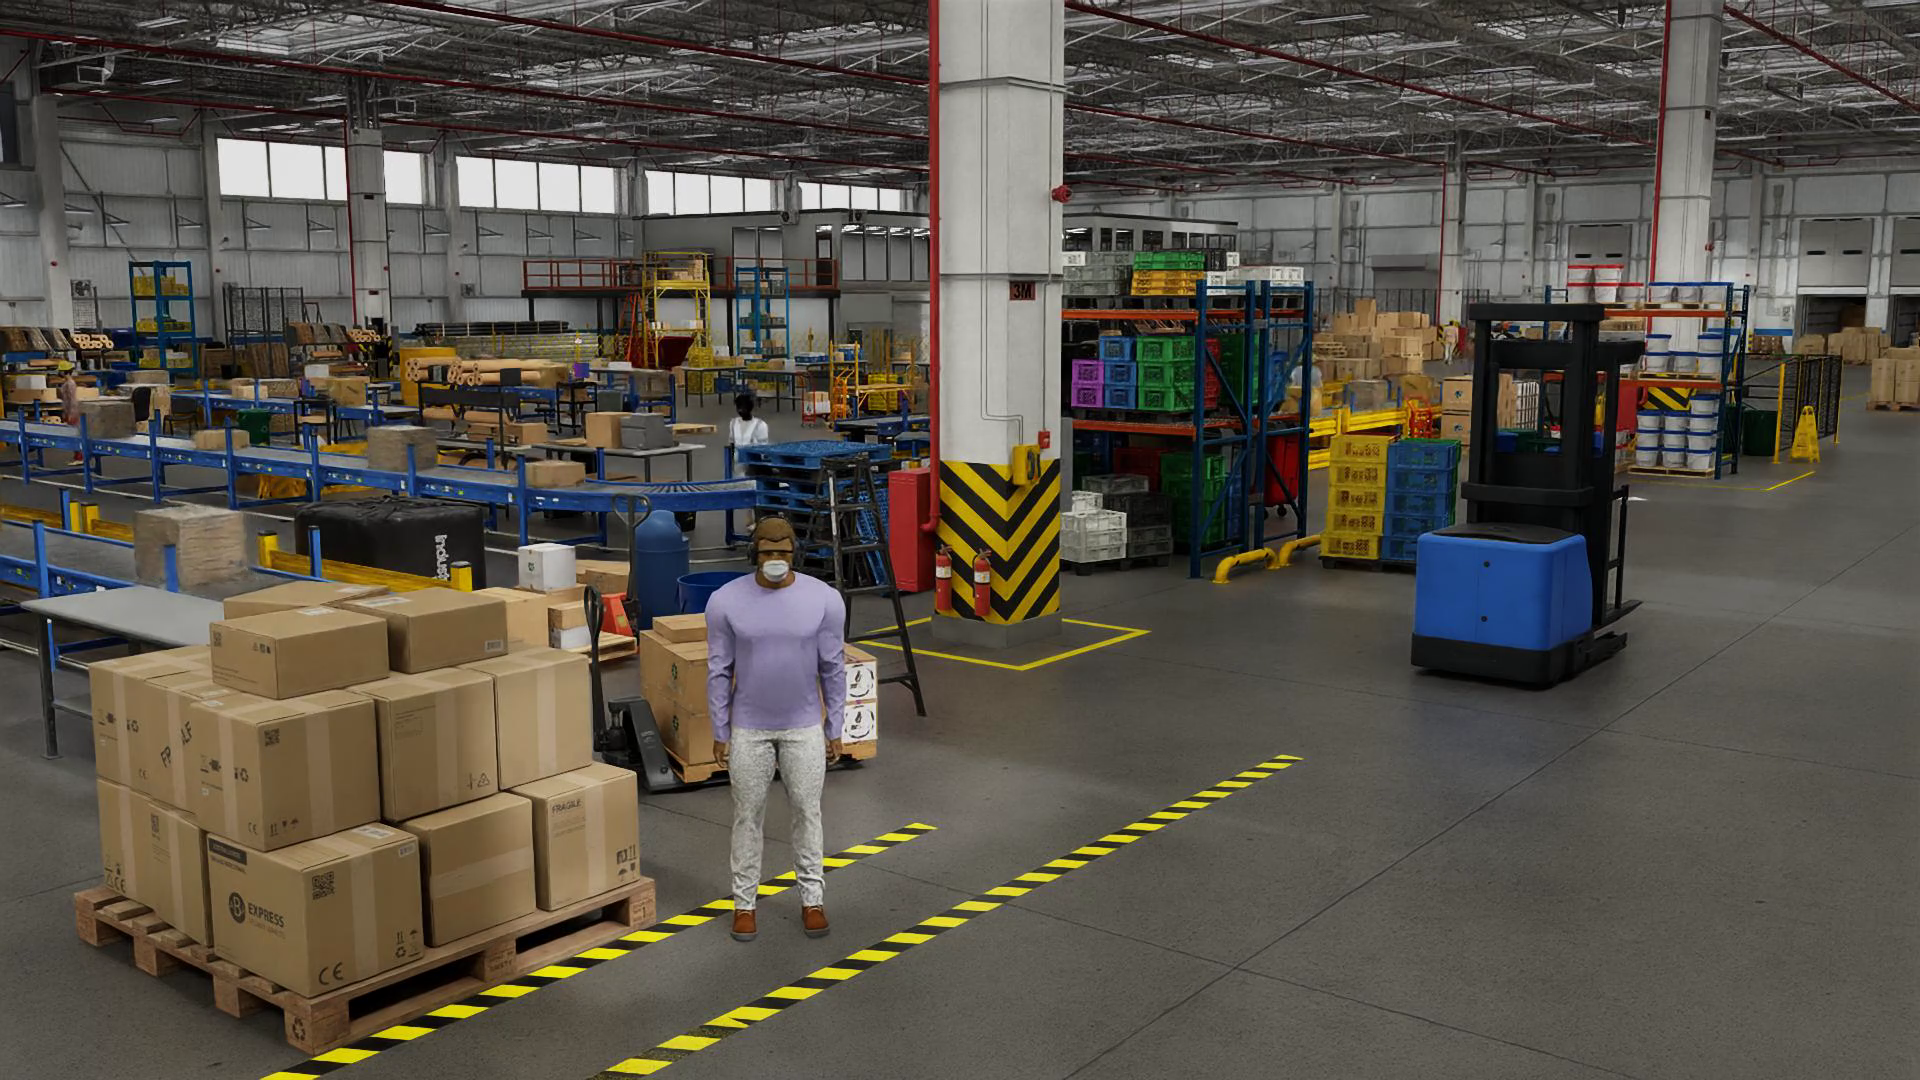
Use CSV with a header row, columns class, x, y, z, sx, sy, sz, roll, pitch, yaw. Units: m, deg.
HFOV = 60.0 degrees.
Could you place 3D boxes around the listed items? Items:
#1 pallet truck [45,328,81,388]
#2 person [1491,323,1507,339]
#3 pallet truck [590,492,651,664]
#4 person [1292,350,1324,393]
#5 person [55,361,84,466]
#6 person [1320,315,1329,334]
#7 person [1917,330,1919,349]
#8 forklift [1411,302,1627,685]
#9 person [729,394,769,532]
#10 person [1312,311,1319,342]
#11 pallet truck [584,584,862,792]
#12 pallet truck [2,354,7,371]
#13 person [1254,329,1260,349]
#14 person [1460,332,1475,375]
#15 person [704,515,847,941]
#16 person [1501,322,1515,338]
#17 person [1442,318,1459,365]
class,x,y,z,sx,sy,sz,roll,pitch,yaw
pallet truck,-23.775,-4.544,43.495,1.885,1.965,0.823,6,10,35
person,16.026,-5.460,49.524,0.536,2.000,0.677,-7,11,-41
pallet truck,-3.115,0.344,12.883,0.653,1.274,1.630,7,11,37
person,6.684,-2.738,31.918,0.599,1.818,0.434,7,11,39
person,-14.990,-2.128,27.984,0.326,1.767,0.533,-5,10,-32
person,16.423,-9.210,75.219,0.541,1.923,0.392,5,10,31
person,28.743,-5.403,49.746,0.556,1.857,0.402,-5,10,-28
forklift,4.379,-0.438,12.852,1.129,2.768,1.873,7,11,37
person,-2.570,-0.931,20.191,0.557,1.673,0.382,4,9,24
person,18.424,-10.885,86.240,0.622,1.997,0.372,7,11,39
pallet truck,-1.426,0.805,10.019,1.601,1.201,0.680,-4,9,-26
pallet truck,-24.881,-4.417,42.634,1.885,1.965,0.823,8,11,41
person,15.483,-10.837,86.440,0.429,1.844,0.627,5,10,33
person,15.349,-5.376,49.972,0.485,1.745,0.609,-6,11,-37
person,-0.820,0.839,7.455,0.624,1.931,0.377,-1,9,-7
person,16.964,-5.786,51.863,0.612,1.997,0.375,7,11,39
person,19.908,-8.060,67.497,0.617,1.901,0.487,2,9,15
